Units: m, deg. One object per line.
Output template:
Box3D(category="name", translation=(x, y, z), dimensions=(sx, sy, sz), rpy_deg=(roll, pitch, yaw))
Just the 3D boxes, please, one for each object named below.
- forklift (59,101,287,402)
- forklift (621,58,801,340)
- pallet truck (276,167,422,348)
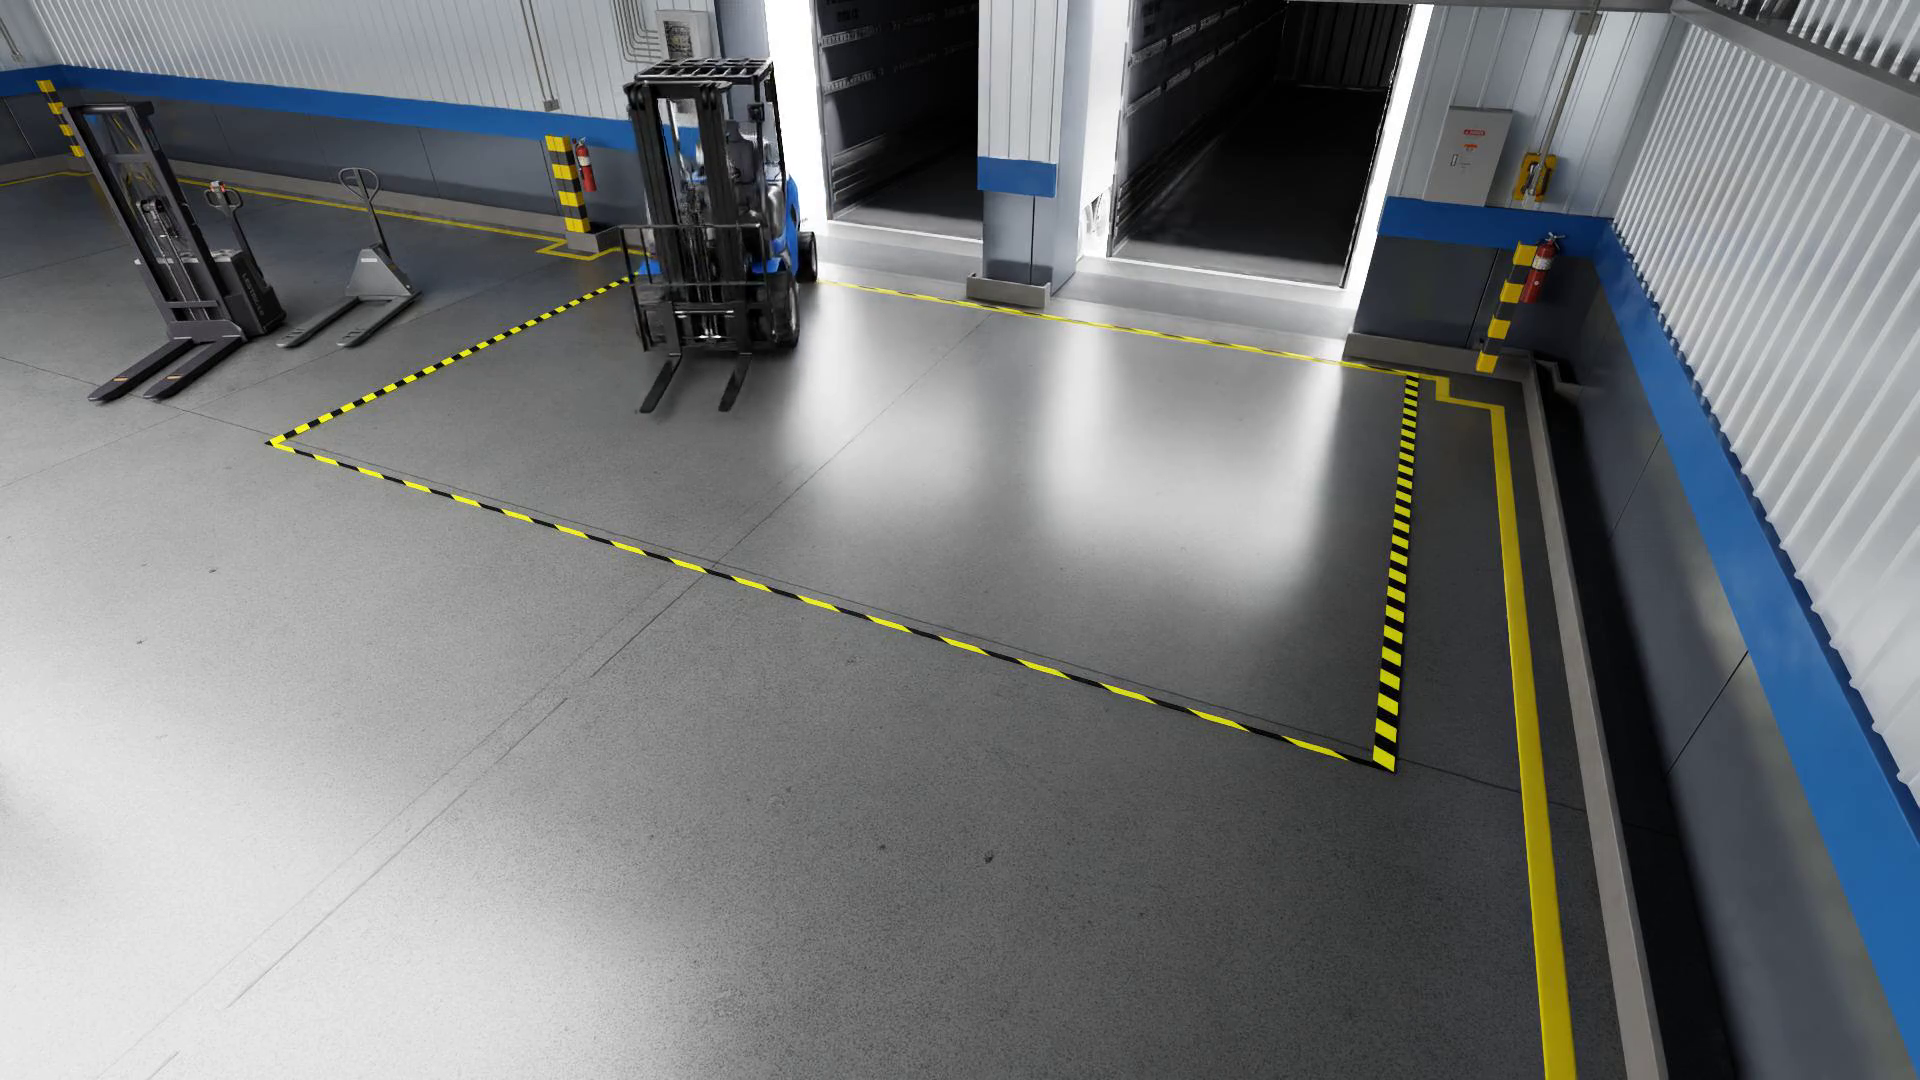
Box3D(category="forklift", translation=(-6.686, -2.387, 7.434), dimensions=(0.823, 1.965, 1.885), rpy_deg=(-3, 35, -5))
Box3D(category="forklift", translation=(-2.147, -3.155, 8.219), dimensions=(1.157, 2.036, 2.680), rpy_deg=(-1, 35, -2))
Box3D(category="pallet truck", translation=(-5.732, -2.611, 8.414), dimensions=(0.680, 1.201, 1.601), rpy_deg=(-1, 35, -1))
